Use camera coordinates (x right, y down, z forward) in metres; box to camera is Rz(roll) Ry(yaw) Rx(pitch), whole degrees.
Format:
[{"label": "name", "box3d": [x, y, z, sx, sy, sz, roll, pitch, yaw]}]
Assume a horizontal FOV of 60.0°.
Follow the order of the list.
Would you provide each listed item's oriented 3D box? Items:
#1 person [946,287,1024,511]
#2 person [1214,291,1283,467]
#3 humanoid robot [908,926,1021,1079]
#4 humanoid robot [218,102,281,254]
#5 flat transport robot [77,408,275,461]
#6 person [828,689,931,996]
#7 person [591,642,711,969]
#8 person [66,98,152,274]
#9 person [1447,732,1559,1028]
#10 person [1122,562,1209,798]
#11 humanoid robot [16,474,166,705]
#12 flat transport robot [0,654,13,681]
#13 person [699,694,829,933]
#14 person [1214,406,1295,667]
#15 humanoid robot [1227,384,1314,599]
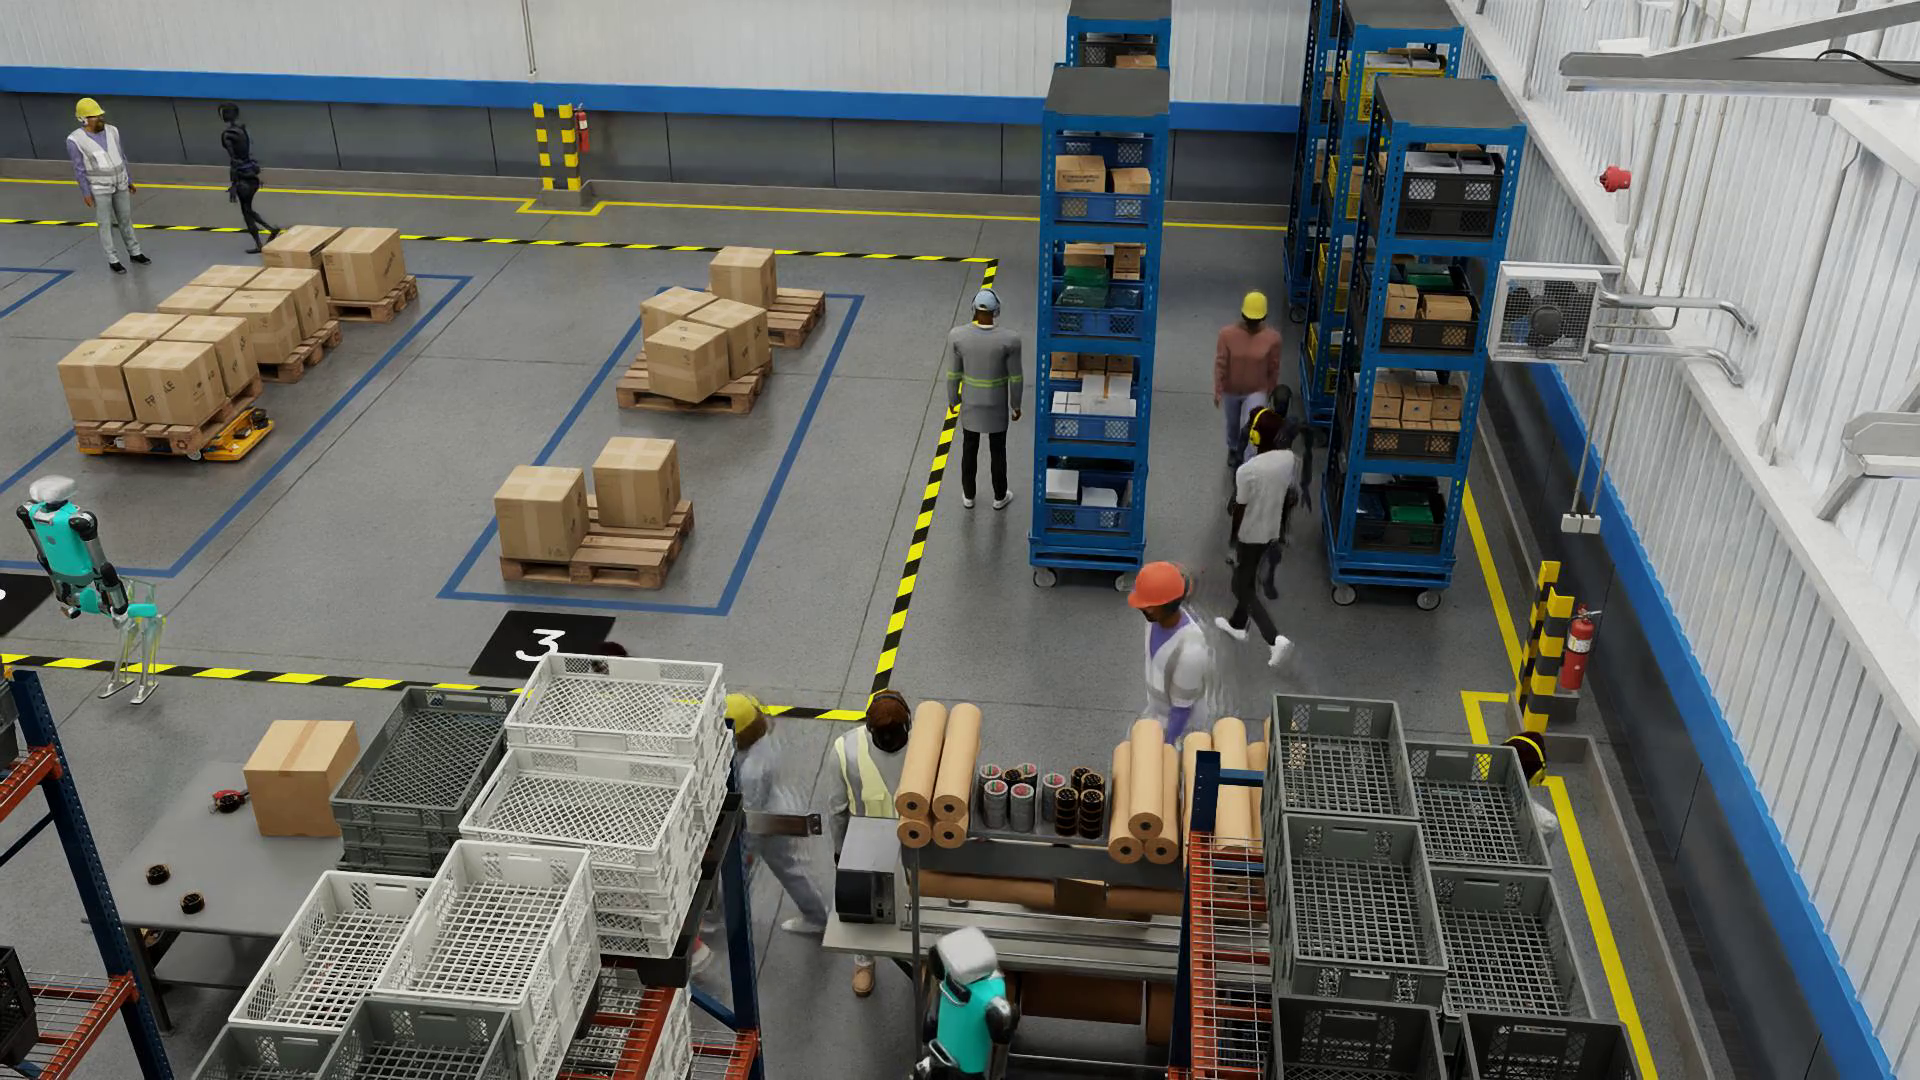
[{"label": "person", "box3d": [0.200, -1.105, 12.997, 0.599, 1.850, 0.386, 5, 31, 8]}, {"label": "person", "box3d": [2.298, -1.239, 13.347, 0.509, 1.721, 0.892, 8, 31, 13]}, {"label": "humanoid robot", "box3d": [-0.171, 2.466, 7.000, 0.794, 1.795, 0.530, -19, 35, -29]}, {"label": "humanoid robot", "box3d": [-7.704, -3.907, 17.985, 0.399, 1.650, 0.609, -3, 30, -5]}, {"label": "flat transport robot", "box3d": [-6.728, -0.944, 14.268, 1.431, 0.197, 0.652, 3, 30, 6]}, {"label": "person", "box3d": [-0.344, 1.540, 8.464, 0.635, 1.841, 0.429, -3, 30, -6]}, {"label": "person", "box3d": [-1.677, 1.394, 8.686, 0.919, 1.883, 0.596, 21, 36, 32]}, {"label": "person", "box3d": [-8.988, -3.743, 17.543, 0.404, 1.836, 0.599, 16, 34, 26]}, {"label": "person", "box3d": [2.626, 1.714, 8.139, 0.505, 1.872, 0.329, 21, 36, 32]}, {"label": "person", "box3d": [1.141, 0.994, 9.246, 0.620, 2.008, 0.609, -11, 32, -17]}, {"label": "humanoid robot", "box3d": [-5.439, 0.255, 10.648, 0.533, 1.672, 0.735, 9, 31, 16]}, {"label": "flat transport robot", "box3d": [-7.142, 0.969, 11.010, 1.431, 0.231, 0.659, 3, 30, 6]}, {"label": "person", "box3d": [-1.133, 1.470, 8.730, 0.906, 1.677, 0.540, -6, 31, -10]}, {"label": "person", "box3d": [2.027, -0.022, 11.150, 0.524, 1.843, 0.753, -19, 35, -30]}, {"label": "humanoid robot", "box3d": [2.237, -0.411, 12.010, 0.609, 1.644, 0.512, -1, 30, -2]}]
